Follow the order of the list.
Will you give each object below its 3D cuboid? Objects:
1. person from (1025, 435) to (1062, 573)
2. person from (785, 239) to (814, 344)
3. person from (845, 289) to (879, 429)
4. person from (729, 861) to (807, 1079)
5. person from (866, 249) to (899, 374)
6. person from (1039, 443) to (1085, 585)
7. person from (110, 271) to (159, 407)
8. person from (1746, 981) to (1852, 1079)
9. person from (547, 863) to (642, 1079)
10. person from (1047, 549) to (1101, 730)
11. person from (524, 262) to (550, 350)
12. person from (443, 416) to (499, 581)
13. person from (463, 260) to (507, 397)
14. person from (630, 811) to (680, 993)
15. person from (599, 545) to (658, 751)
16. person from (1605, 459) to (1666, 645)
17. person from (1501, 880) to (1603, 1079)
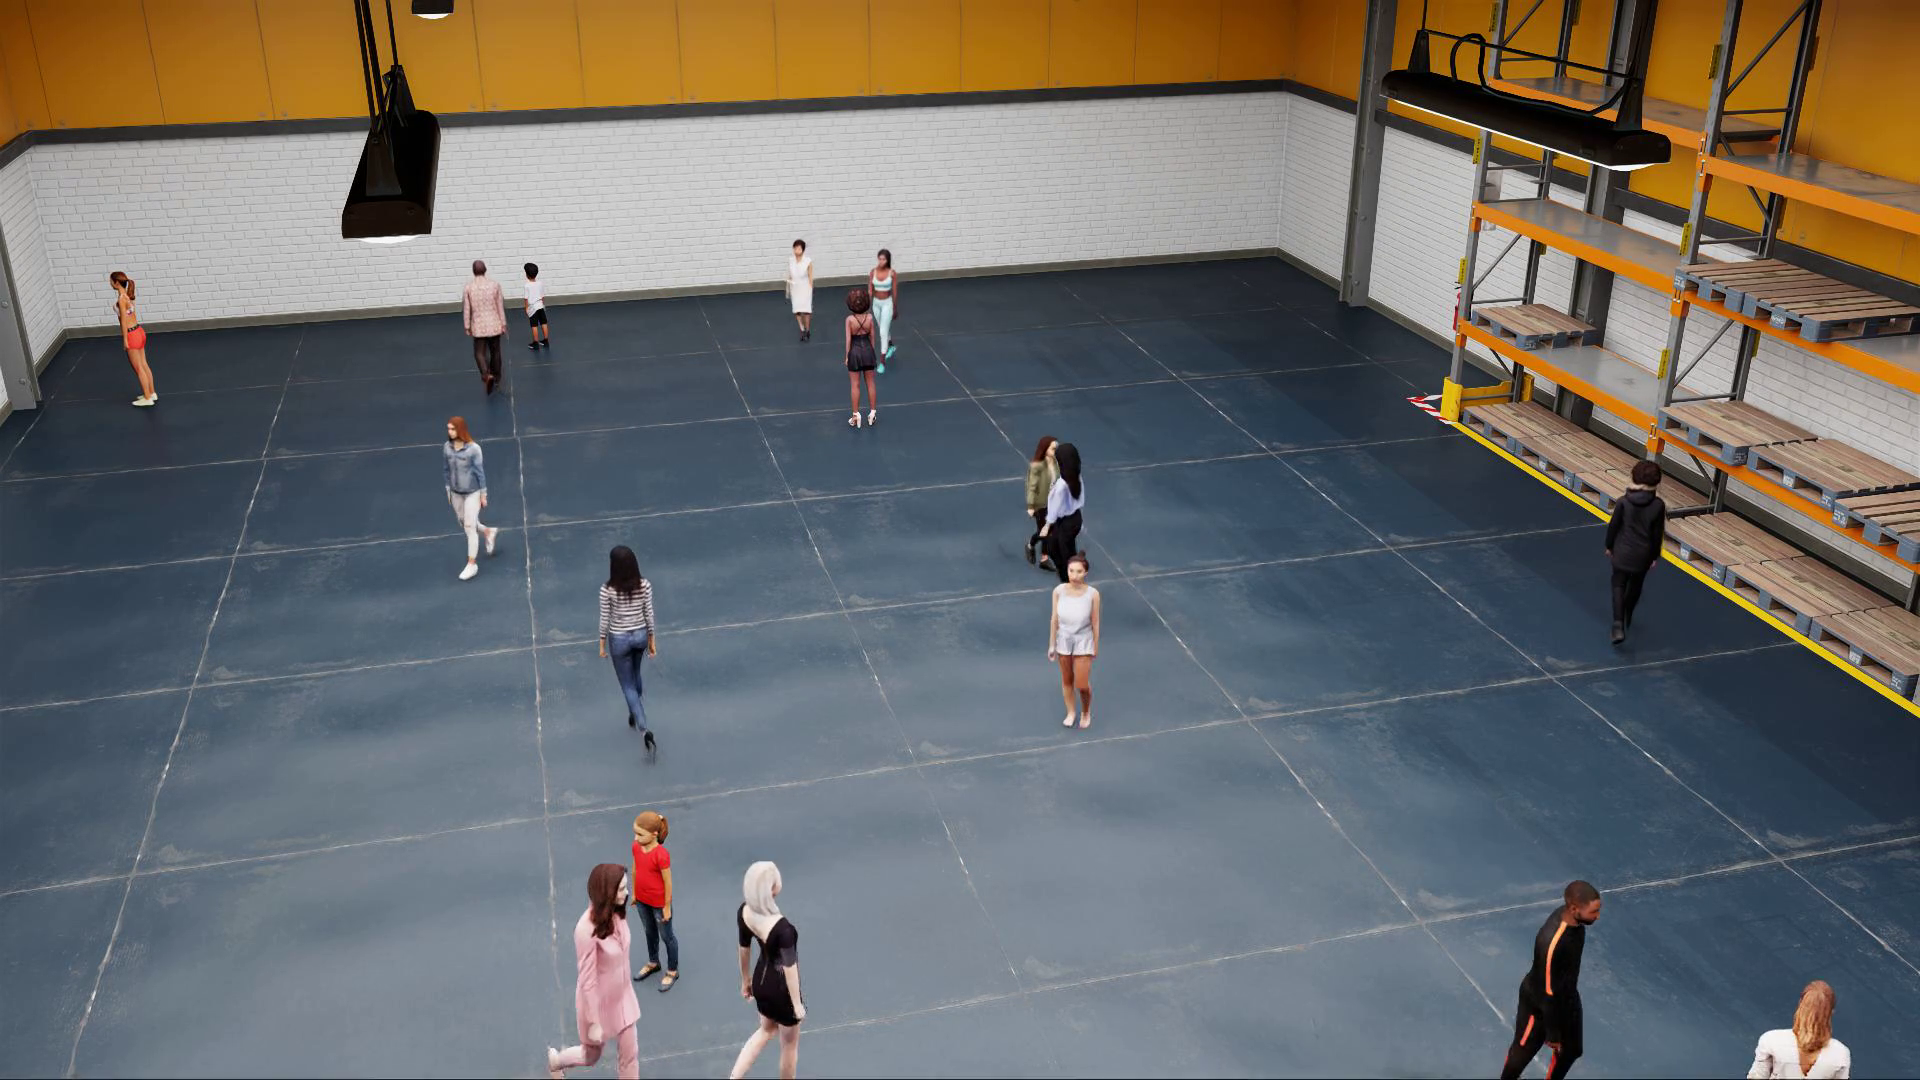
[{"bbox_3d":[0.827,-0.390,17.097,0.713,1.466,0.764,-17,29,-34],"label":"person"},{"bbox_3d":[-2.329,-3.692,24.559,0.700,1.540,0.749,8,25,18],"label":"person"},{"bbox_3d":[-1.256,-2.310,21.086,0.592,1.790,0.584,-11,26,-23],"label":"person"},{"bbox_3d":[-1.140,2.673,9.654,0.942,1.815,0.932,20,30,38],"label":"person"},{"bbox_3d":[-1.059,-3.250,23.369,0.999,1.682,1.227,7,25,16],"label":"person"},{"bbox_3d":[1.123,-0.077,16.056,0.847,1.727,0.778,9,25,21],"label":"person"},{"bbox_3d":[-10.867,-2.656,21.881,0.646,1.786,0.497,-3,24,-7],"label":"person"},{"bbox_3d":[4.373,3.131,8.750,0.992,1.701,1.135,6,24,14],"label":"person"},{"bbox_3d":[-2.149,2.681,9.700,1.107,1.764,1.079,12,26,25],"label":"person"},{"bbox_3d":[0.994,0.836,14.136,0.669,1.591,0.718,9,25,19],"label":"person"},{"bbox_3d":[-6.202,-3.426,24.305,0.557,1.256,0.591,-22,32,-40],"label":"person"},{"bbox_3d":[-5.005,-0.490,17.057,0.984,1.681,1.130,8,25,18],"label":"person"},{"bbox_3d":[-6.348,-2.838,22.297,0.845,1.785,1.090,-11,26,-24],"label":"person"},{"bbox_3d":[-2.019,2.361,10.998,0.575,1.310,0.640,15,28,31],"label":"person"},{"bbox_3d":[-2.713,0.928,13.703,0.775,1.769,1.084,-13,27,-27],"label":"person"},{"bbox_3d":[6.287,0.143,15.522,1.005,1.751,1.222,6,24,13],"label":"person"},{"bbox_3d":[3.353,2.658,9.734,0.908,1.779,0.853,18,30,36],"label":"person"}]
